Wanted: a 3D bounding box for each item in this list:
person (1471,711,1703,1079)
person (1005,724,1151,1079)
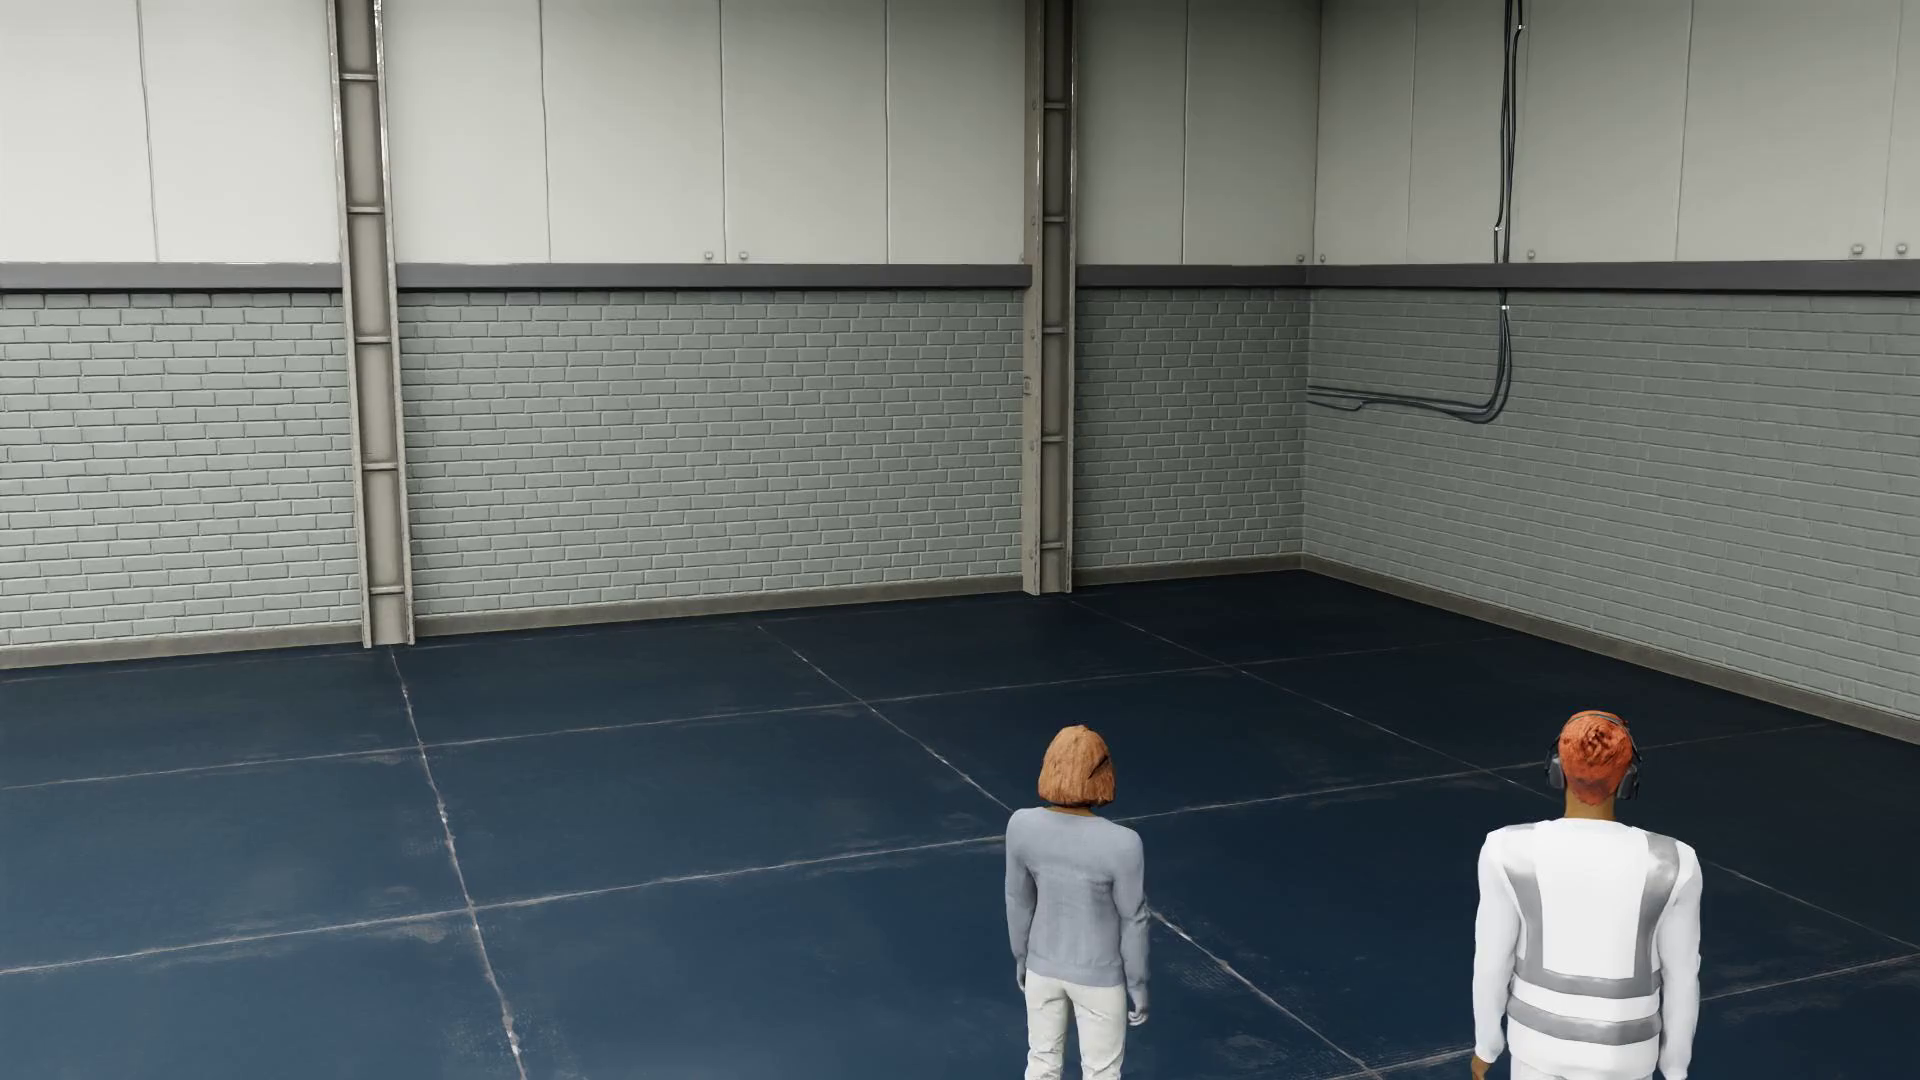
[{"bbox_3d":[1.679,1.387,4.505,0.572,1.883,0.354,3,9,18],"label":"person"},{"bbox_3d":[0.375,1.385,5.282,0.499,1.636,0.286,6,11,31],"label":"person"}]
